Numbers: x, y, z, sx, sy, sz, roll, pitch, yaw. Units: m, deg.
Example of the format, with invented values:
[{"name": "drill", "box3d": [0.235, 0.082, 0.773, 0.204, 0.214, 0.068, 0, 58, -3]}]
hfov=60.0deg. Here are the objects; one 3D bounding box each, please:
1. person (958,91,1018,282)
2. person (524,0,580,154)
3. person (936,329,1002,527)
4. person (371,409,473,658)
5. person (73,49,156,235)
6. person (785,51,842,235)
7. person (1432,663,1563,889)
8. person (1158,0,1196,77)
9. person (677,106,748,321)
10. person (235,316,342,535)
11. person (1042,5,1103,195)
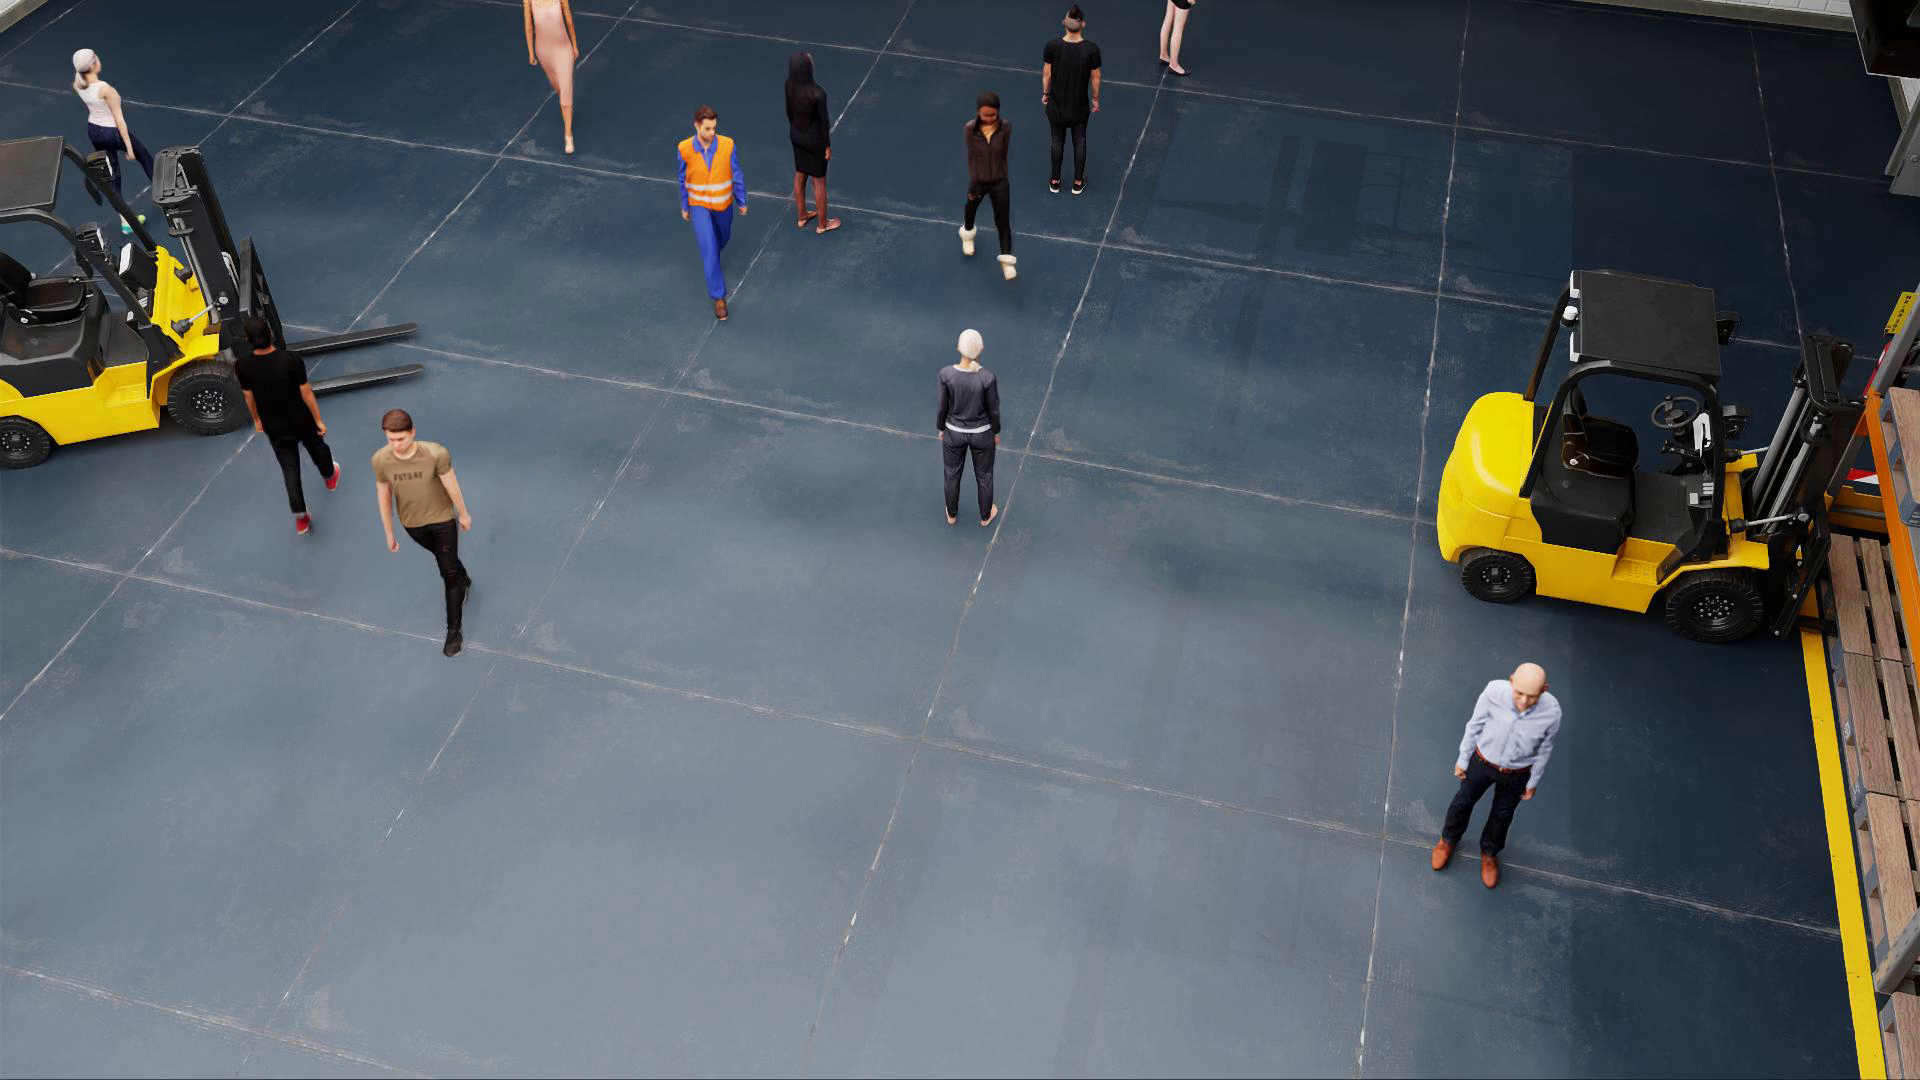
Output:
[{"name": "person", "box3d": [0.243, -2.972, 14.235, 0.886, 1.616, 1.201, 0, 44, 0]}, {"name": "person", "box3d": [-3.889, -4.713, 15.940, 0.871, 1.786, 1.174, -5, 44, -5]}, {"name": "person", "box3d": [0.062, -0.798, 11.876, 0.635, 1.724, 0.545, 6, 44, 6]}, {"name": "person", "box3d": [-3.551, -0.201, 11.186, 0.891, 1.811, 1.210, -1, 44, -1]}, {"name": "person", "box3d": [-7.575, -3.495, 14.741, 0.631, 1.676, 0.971, 12, 45, 13]}, {"name": "person", "box3d": [-1.340, -3.539, 14.756, 0.678, 1.720, 0.650, 28, 50, 27]}, {"name": "person", "box3d": [3.118, 1.312, 9.614, 0.656, 1.788, 0.584, 15, 46, 15]}, {"name": "person", "box3d": [2.234, -5.618, 16.859, 0.727, 1.829, 0.628, -14, 45, -14]}, {"name": "person", "box3d": [-2.088, -2.841, 13.945, 1.110, 1.828, 1.302, -11, 45, -11]}, {"name": "person", "box3d": [-4.811, -0.806, 11.883, 0.947, 1.726, 1.160, -8, 44, -8]}, {"name": "person", "box3d": [1.004, -4.033, 15.169, 0.715, 1.865, 0.622, 5, 44, 5]}]
